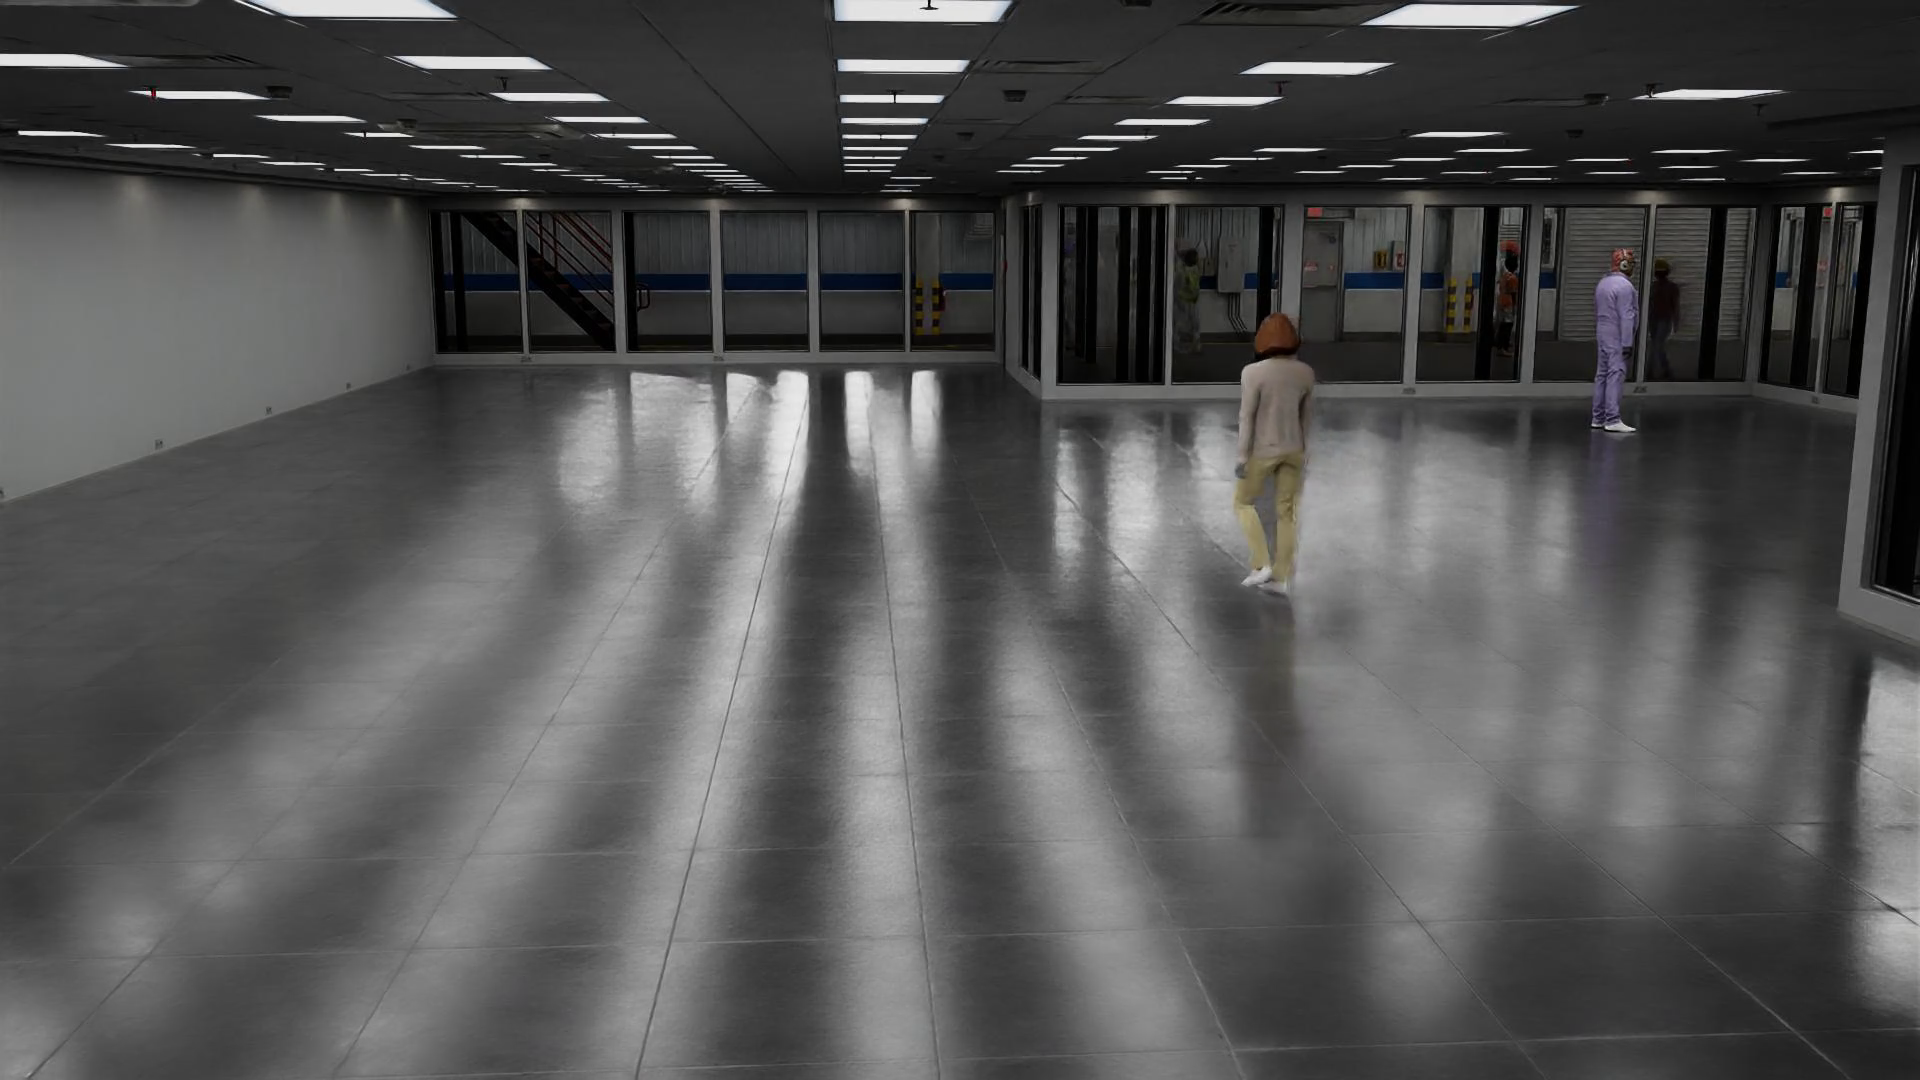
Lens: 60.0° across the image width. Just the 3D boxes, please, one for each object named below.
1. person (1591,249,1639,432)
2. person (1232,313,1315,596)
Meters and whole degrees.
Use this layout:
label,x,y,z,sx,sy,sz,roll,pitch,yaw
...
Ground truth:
label,x,y,z,sx,sy,sz,roll,pitch,yaw
person,6.903,-2.090,17.458,0.409,1.907,0.651,-1,11,-4
person,1.786,-0.487,9.570,0.532,1.617,0.386,-4,11,-22
